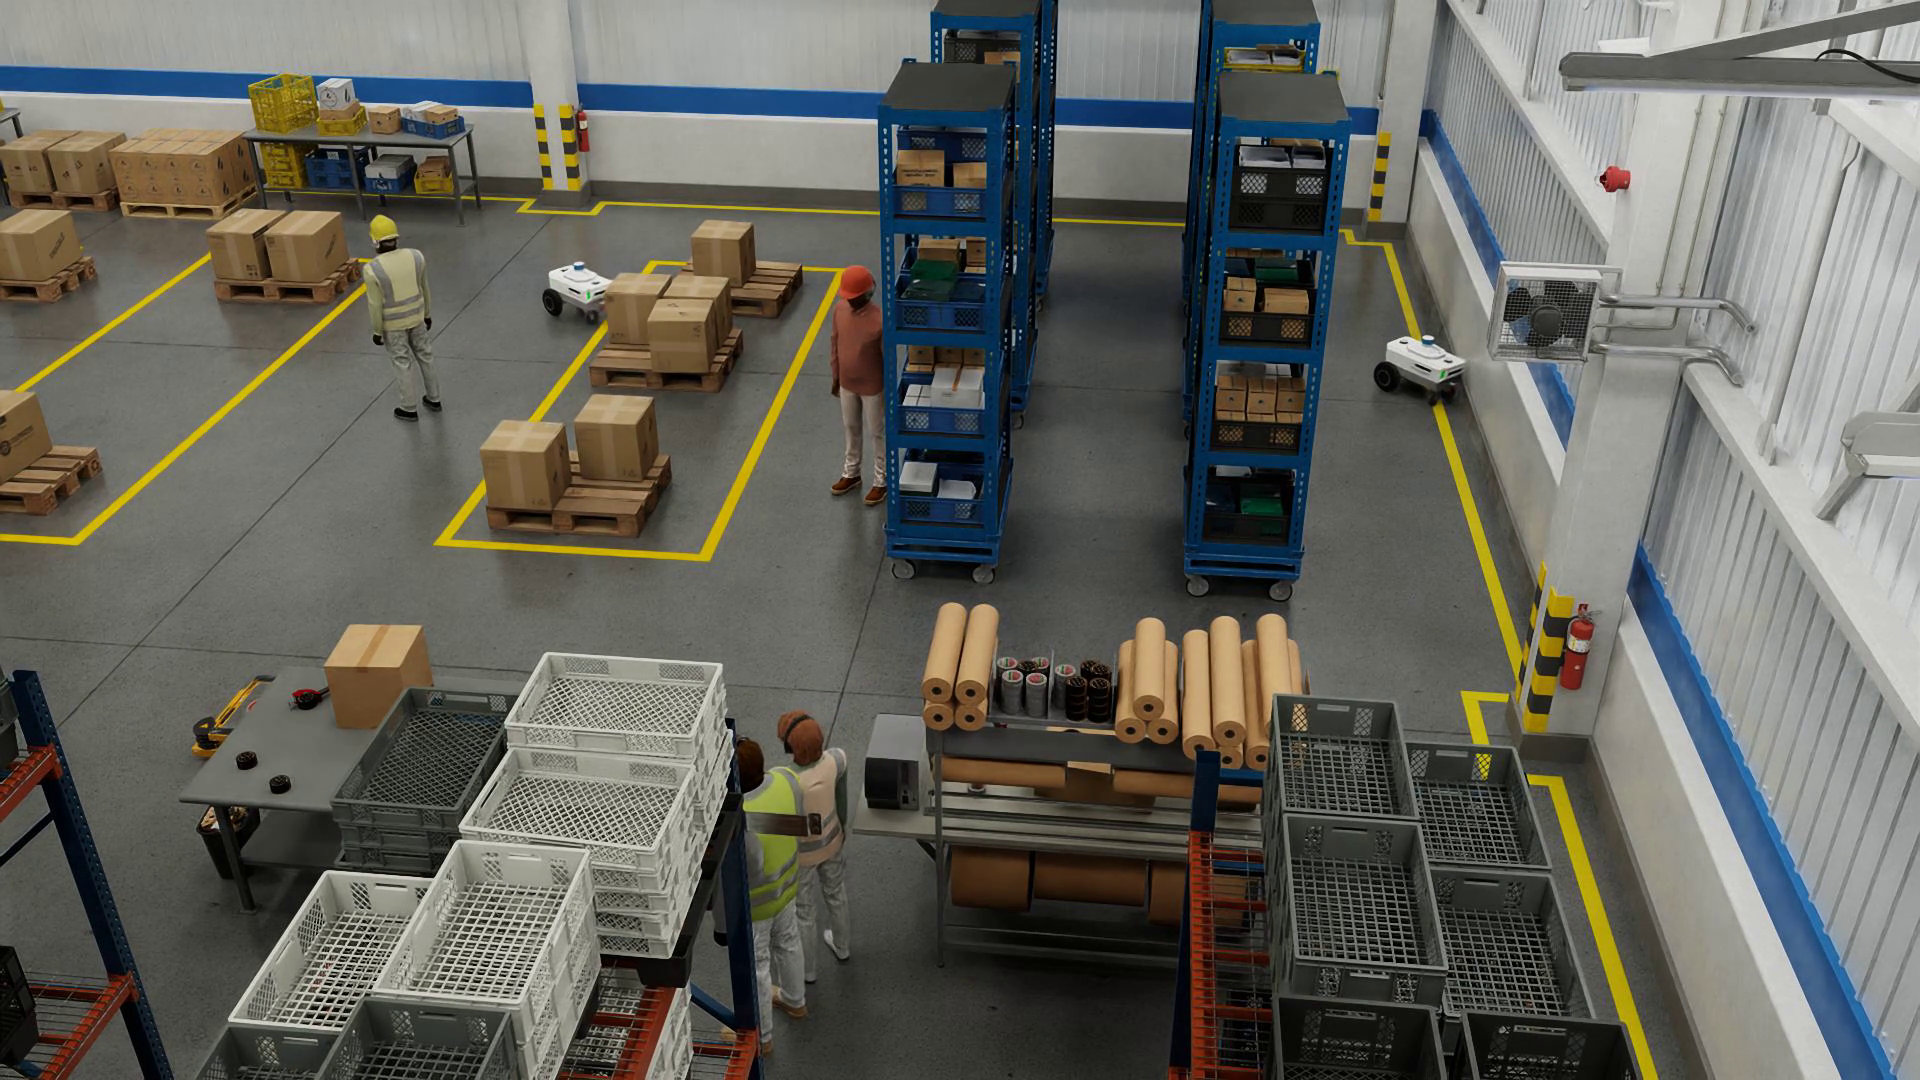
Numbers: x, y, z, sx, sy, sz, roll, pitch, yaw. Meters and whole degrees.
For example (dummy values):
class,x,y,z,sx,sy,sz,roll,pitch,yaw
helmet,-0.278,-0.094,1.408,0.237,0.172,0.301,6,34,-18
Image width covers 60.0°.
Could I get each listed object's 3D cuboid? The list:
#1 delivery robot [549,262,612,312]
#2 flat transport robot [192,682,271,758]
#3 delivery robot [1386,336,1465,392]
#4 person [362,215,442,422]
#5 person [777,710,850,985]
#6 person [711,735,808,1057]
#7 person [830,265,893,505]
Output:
class,x,y,z,sx,sy,sz,roll,pitch,yaw
delivery robot,-3.787,-2.539,16.638,0.707,0.478,0.477,25,39,36
flat transport robot,-4.089,1.163,10.648,1.431,0.197,0.652,3,30,6
delivery robot,4.203,-1.608,15.038,0.477,0.478,0.707,-20,36,-30
person,-4.846,-1.918,14.398,0.404,1.833,0.592,23,37,34
person,-0.774,1.584,8.575,0.518,1.637,0.310,-26,39,-37
person,-1.007,1.724,8.150,0.431,1.837,0.629,17,34,27
person,-0.776,-1.226,13.060,0.611,1.986,0.392,19,35,29
